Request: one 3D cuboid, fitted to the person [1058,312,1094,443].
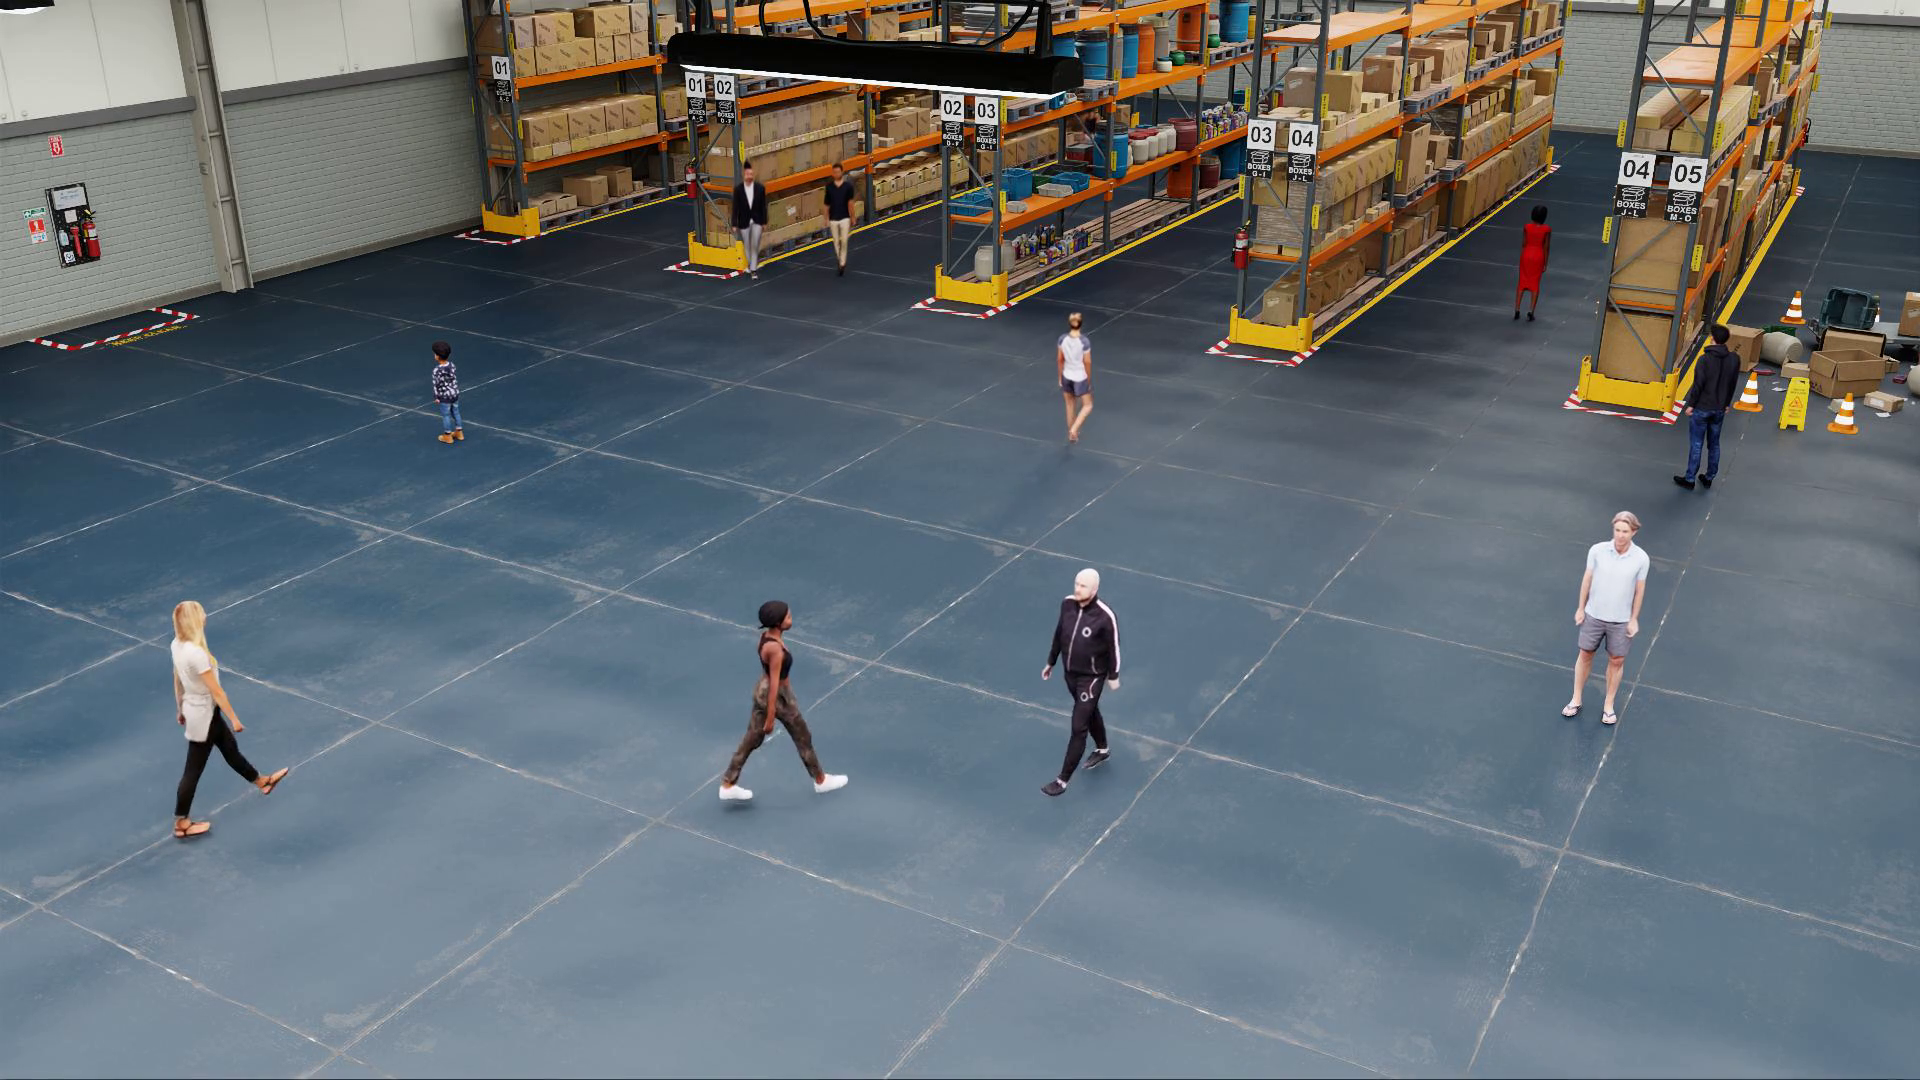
[{"bbox_3d":[1.376,-1.915,19.938,0.608,1.611,0.776,10,25,23],"label":"person"}]

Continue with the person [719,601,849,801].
[{"bbox_3d":[-1.483,1.259,12.431,1.225,1.645,1.093,-8,24,-18],"label":"person"}]

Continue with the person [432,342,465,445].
[{"bbox_3d":[-6.204,-1.795,20.114,0.570,1.252,0.453,16,28,33],"label":"person"}]

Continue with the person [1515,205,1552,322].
[{"bbox_3d":[8.637,-4.181,25.098,0.553,1.743,0.494,12,26,26],"label":"person"}]

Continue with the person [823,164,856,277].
[{"bbox_3d":[-2.006,-5.352,27.762,1.015,1.813,1.267,2,23,4],"label":"person"}]

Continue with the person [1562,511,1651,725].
[{"bbox_3d":[5.353,0.614,13.708,0.659,1.832,0.564,11,25,24],"label":"person"}]

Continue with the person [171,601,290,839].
[{"bbox_3d":[-5.584,1.341,12.066,0.824,1.779,1.231,20,30,38],"label":"person"}]

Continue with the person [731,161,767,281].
[{"bbox_3d":[-3.474,-5.268,27.462,1.239,1.894,1.387,-2,23,-5],"label":"person"}]

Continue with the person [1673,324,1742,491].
[{"bbox_3d":[8.375,-1.489,18.577,0.757,1.893,0.793,-4,23,-9],"label":"person"}]

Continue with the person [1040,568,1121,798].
[{"bbox_3d":[1.025,1.034,12.778,1.260,1.788,0.937,-19,29,-37],"label":"person"}]
